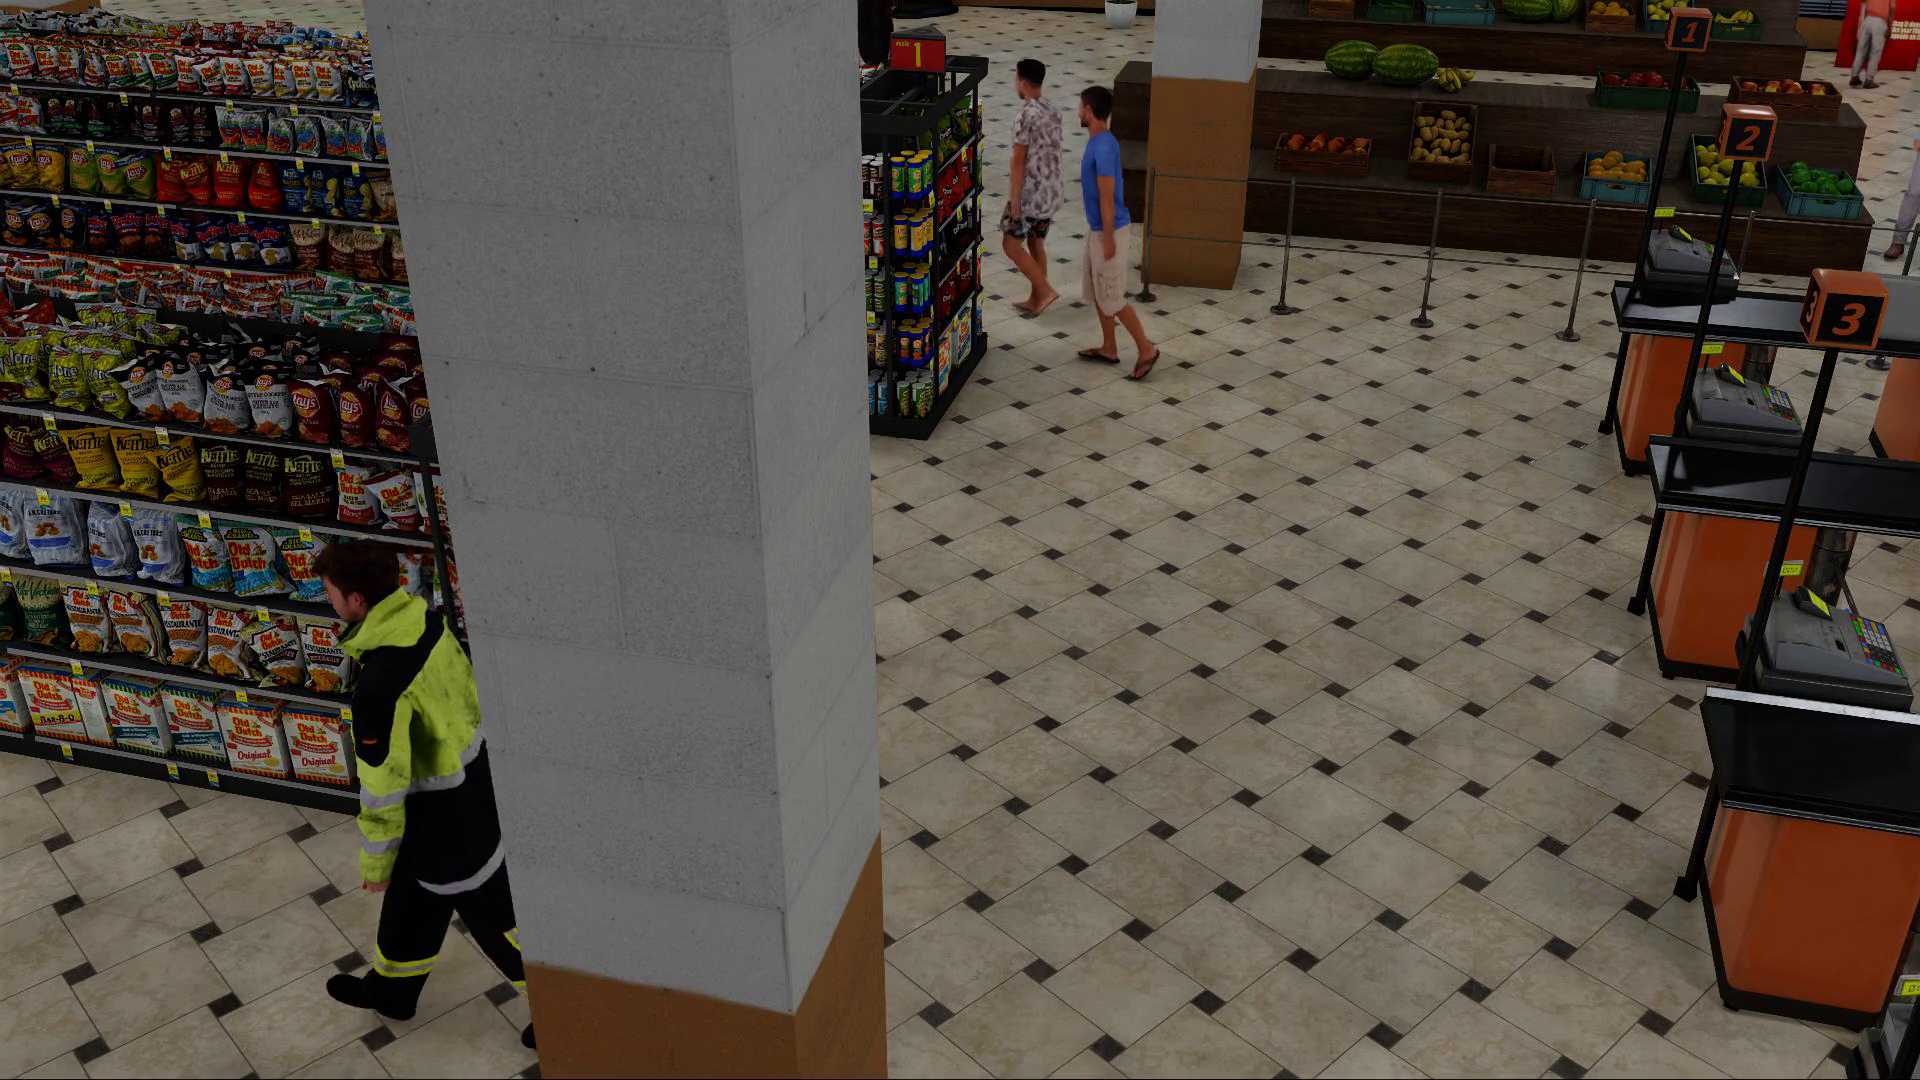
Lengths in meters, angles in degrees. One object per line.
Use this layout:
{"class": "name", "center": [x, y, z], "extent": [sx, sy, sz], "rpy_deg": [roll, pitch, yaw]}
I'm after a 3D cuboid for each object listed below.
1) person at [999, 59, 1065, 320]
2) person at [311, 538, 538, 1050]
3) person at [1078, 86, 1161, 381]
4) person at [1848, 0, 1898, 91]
{"class": "person", "center": [0.595, -2.419, 11.672], "extent": [0.939, 1.792, 0.891], "rpy_deg": [20, 34, 32]}
{"class": "person", "center": [-1.615, 0.890, 5.471], "extent": [1.375, 1.928, 1.096], "rpy_deg": [-3, 29, -6]}
{"class": "person", "center": [0.998, -2.000, 10.872], "extent": [0.901, 1.824, 0.867], "rpy_deg": [-3, 29, -6]}
{"class": "person", "center": [9.829, -5.532, 17.878], "extent": [0.636, 1.310, 0.573], "rpy_deg": [-17, 33, -28]}
